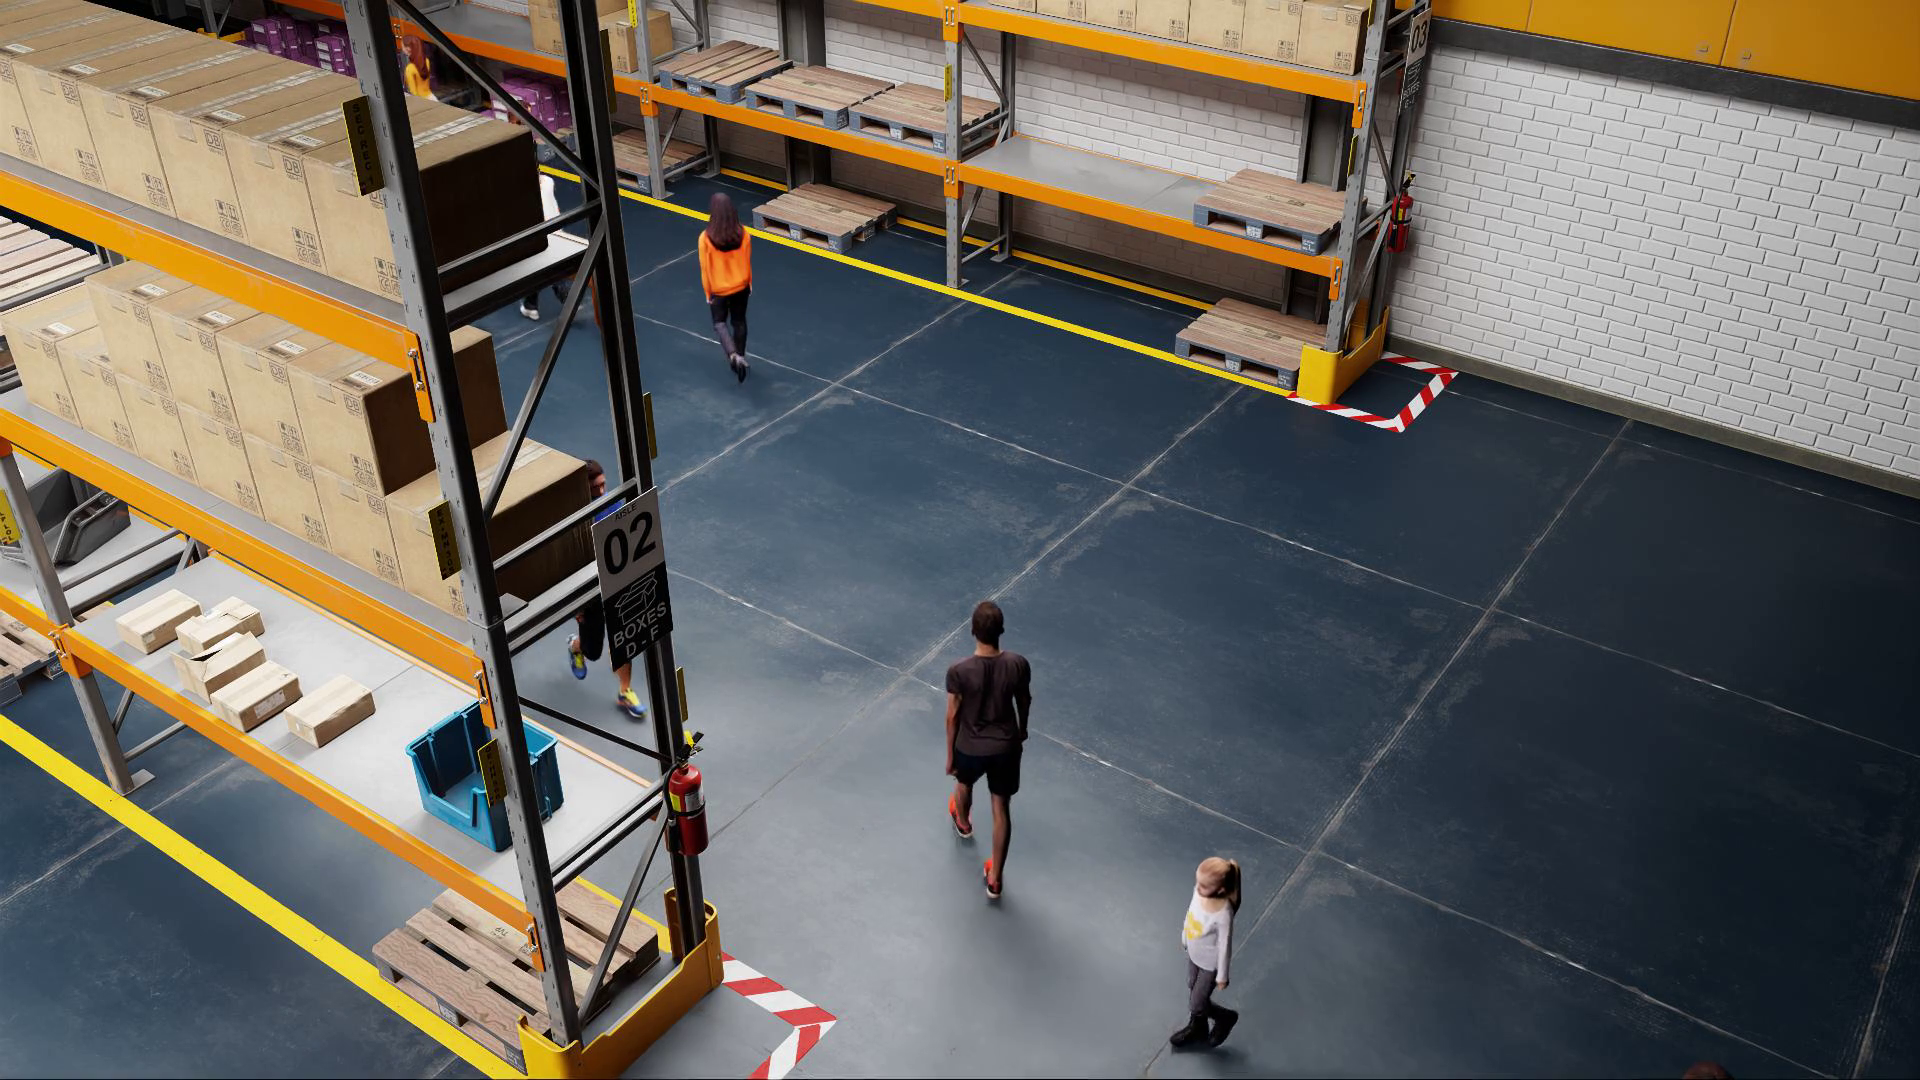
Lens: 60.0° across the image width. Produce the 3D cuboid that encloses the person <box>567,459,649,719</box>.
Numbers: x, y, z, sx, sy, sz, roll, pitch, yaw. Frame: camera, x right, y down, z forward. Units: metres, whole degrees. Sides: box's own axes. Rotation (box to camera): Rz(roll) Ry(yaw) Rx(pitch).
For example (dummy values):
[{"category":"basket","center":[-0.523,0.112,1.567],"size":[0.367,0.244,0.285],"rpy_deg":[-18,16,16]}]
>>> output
[{"category":"person","center":[-2.349,0.275,10.634],"size":[0.761,1.856,1.029],"rpy_deg":[-26,41,-33]}]

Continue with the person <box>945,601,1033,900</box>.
[{"category":"person","center":[0.165,1.219,9.249],"size":[1.077,1.817,1.134],"rpy_deg":[-6,34,-8]}]

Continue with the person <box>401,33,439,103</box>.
[{"category":"person","center":[-5.737,-4.629,18.134],"size":[0.985,1.721,0.708],"rpy_deg":[14,36,20]}]

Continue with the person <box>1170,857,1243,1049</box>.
[{"category":"person","center":[1.309,2.089,8.430],"size":[0.694,1.274,0.636],"rpy_deg":[-12,36,-18]}]

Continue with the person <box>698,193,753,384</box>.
[{"category":"person","center":[-1.963,-2.130,14.361],"size":[0.873,1.735,1.007],"rpy_deg":[-14,36,-20]}]

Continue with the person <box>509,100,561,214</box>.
[{"category":"person","center":[-4.282,-3.364,16.152],"size":[0.857,1.807,0.797],"rpy_deg":[-6,34,-9]}]

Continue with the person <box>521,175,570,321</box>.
[{"category":"person","center":[-3.890,-2.788,15.408],"size":[1.008,1.671,0.797],"rpy_deg":[28,43,35]}]
